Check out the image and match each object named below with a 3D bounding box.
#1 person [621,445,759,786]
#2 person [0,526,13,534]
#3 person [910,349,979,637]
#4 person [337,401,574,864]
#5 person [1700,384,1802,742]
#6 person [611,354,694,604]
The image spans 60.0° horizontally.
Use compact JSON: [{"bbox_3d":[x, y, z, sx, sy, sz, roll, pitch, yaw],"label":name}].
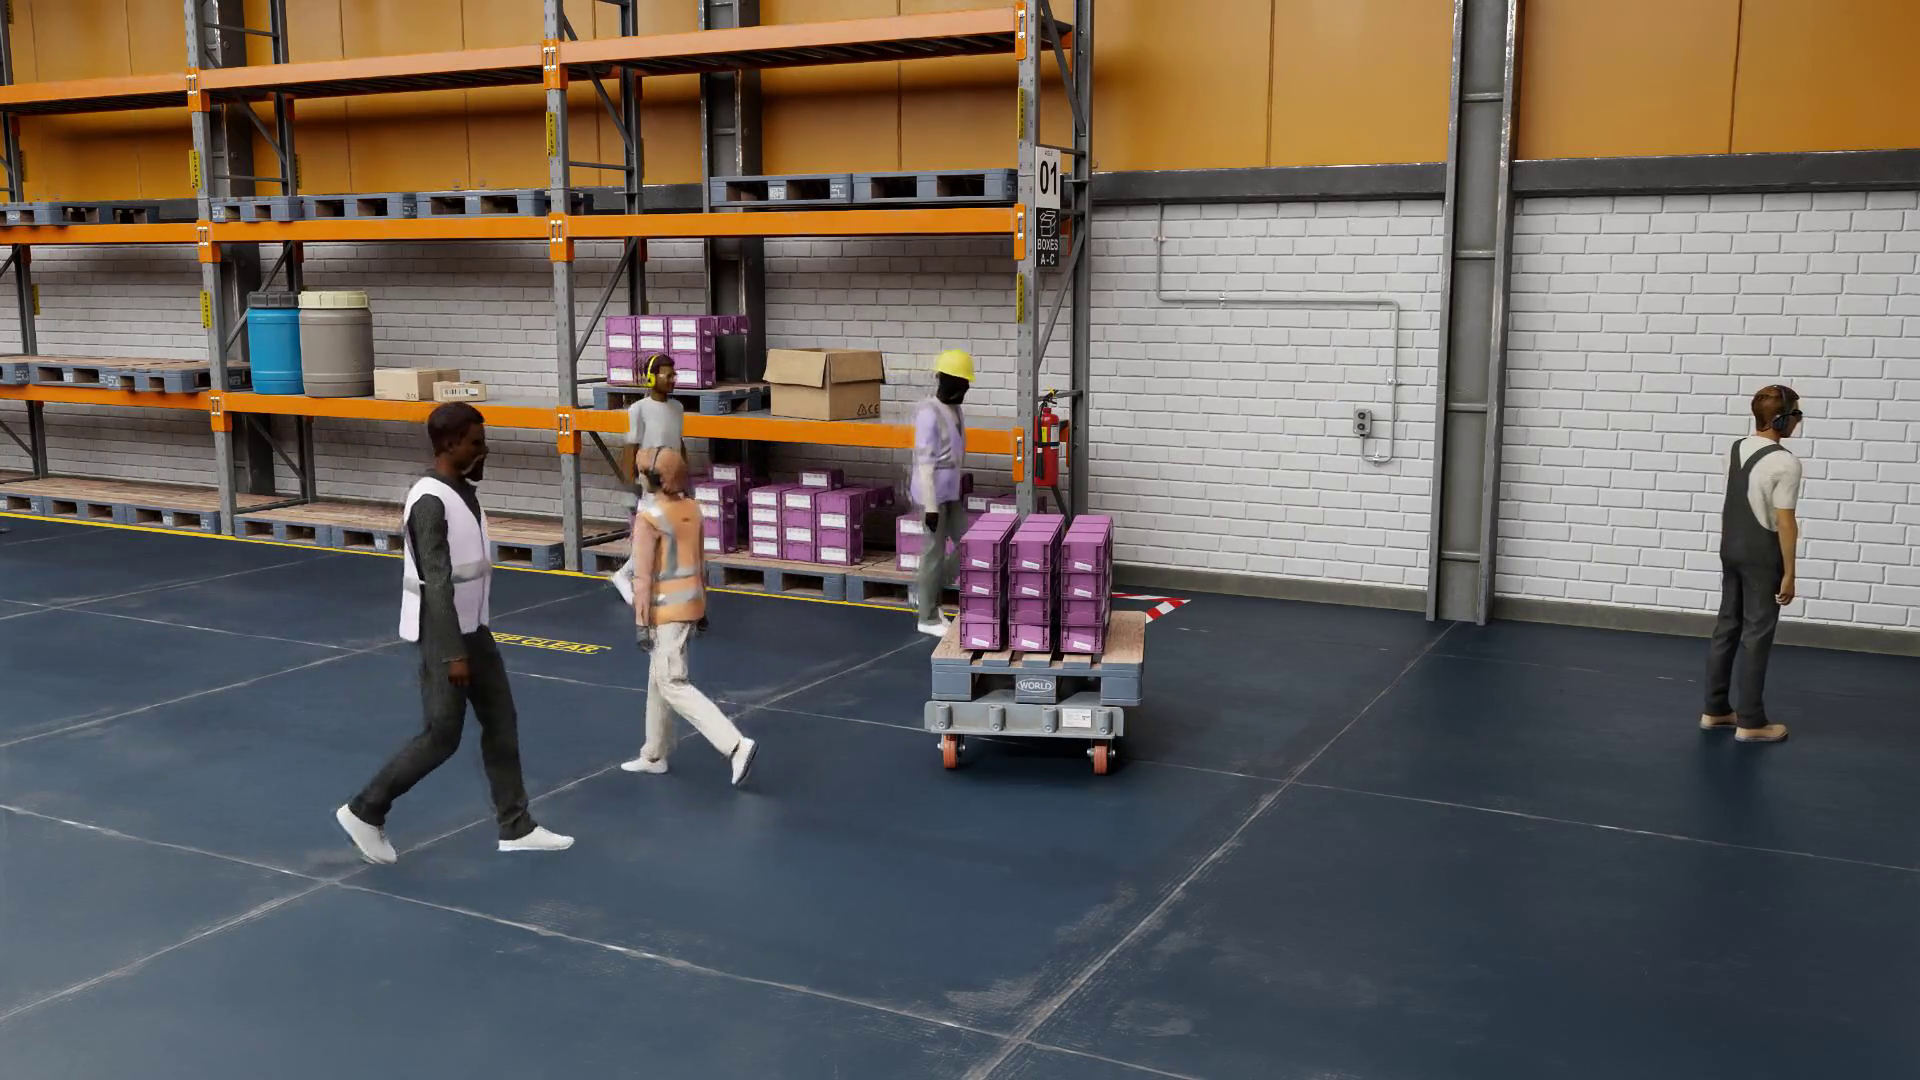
[{"bbox_3d":[-1.278,0.362,7.767,0.748,1.615,0.529,3,10,20],"label":"person"},{"bbox_3d":[-8.956,-0.889,14.983,0.573,1.747,0.542,-8,12,-39],"label":"person"},{"bbox_3d":[-0.098,-0.292,10.869,0.456,1.896,0.634,3,10,19],"label":"person"},{"bbox_3d":[-2.074,0.383,6.739,0.849,1.894,0.609,0,9,3],"label":"person"},{"bbox_3d":[4.084,0.123,8.527,0.349,1.842,0.514,-2,10,-15],"label":"person"},{"bbox_3d":[-2.166,-0.398,11.734,0.890,1.847,0.519,6,11,33],"label":"person"}]
